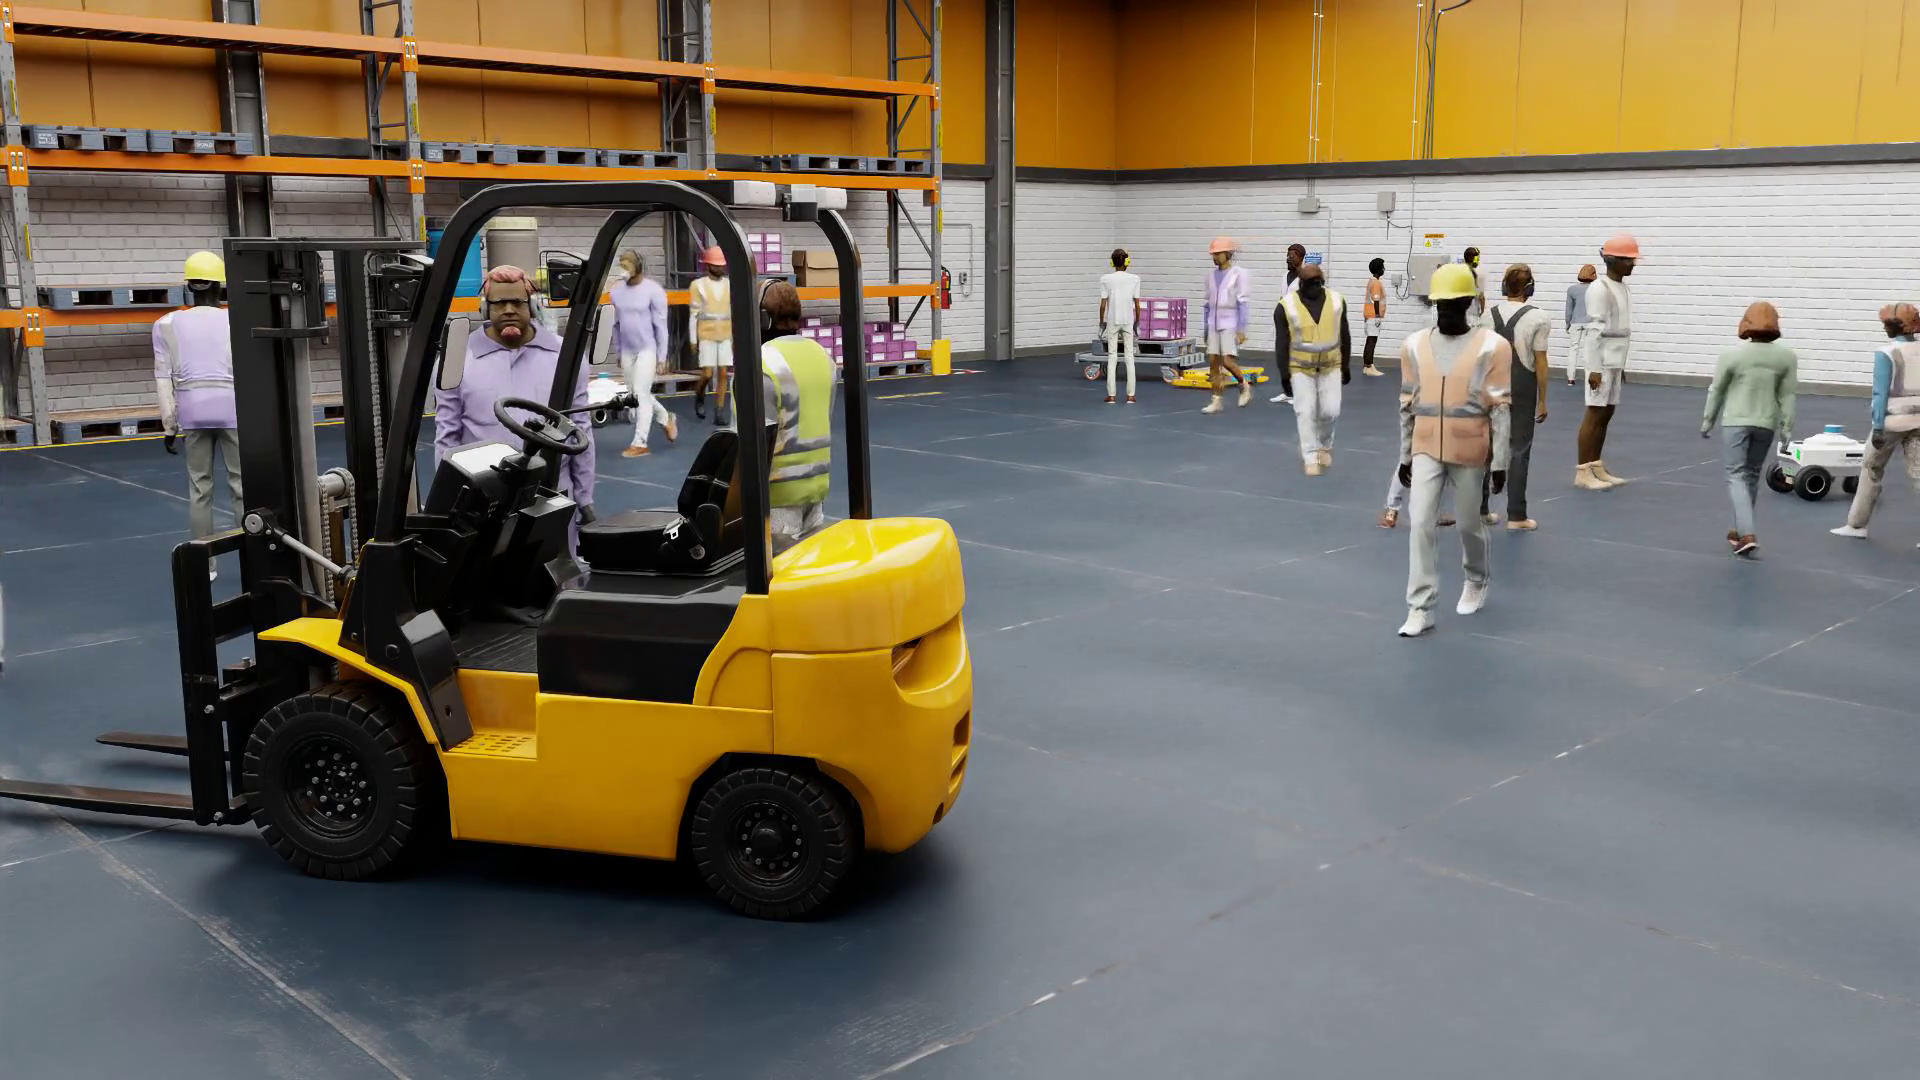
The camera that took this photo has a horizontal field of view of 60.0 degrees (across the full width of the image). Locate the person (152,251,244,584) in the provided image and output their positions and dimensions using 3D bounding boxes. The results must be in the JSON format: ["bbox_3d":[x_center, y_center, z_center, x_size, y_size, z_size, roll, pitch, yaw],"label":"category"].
[{"bbox_3d":[-4.336,-0.702,9.679,0.588,1.928,0.383,-2,11,-11],"label":"person"}]

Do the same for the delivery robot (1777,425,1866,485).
[{"bbox_3d":[6.733,-0.648,12.875,0.707,0.478,0.477,0,10,-3],"label":"delivery robot"}]

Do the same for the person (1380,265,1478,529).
[{"bbox_3d":[3.236,-0.989,11.538,0.560,1.826,0.610,7,13,35],"label":"person"}]

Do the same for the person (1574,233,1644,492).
[{"bbox_3d":[5.174,-1.408,13.220,0.395,2.038,0.614,9,14,40],"label":"person"}]

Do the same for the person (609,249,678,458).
[{"bbox_3d":[-2.905,-1.740,15.411,0.643,1.912,0.821,6,12,28],"label":"person"}]

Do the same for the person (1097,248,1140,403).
[{"bbox_3d":[1.925,-2.577,20.103,0.520,1.859,0.333,0,10,1],"label":"person"}]

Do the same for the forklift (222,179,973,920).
[{"bbox_3d":[-1.114,-0.058,5.440,2.313,2.155,1.214,2,11,13],"label":"forklift"}]

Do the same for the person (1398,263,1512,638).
[{"bbox_3d":[2.558,-0.487,8.619,0.596,1.888,0.939,7,12,33],"label":"person"}]

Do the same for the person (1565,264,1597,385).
[{"bbox_3d":[8.410,-2.889,22.407,0.507,1.632,0.275,7,13,35],"label":"person"}]

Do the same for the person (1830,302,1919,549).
[{"bbox_3d":[6.142,-0.742,10.821,0.522,1.604,0.841,-3,11,-18],"label":"person"}]

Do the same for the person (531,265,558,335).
[{"bbox_3d":[-4.363,-1.972,17.164,0.736,1.719,0.474,-3,11,-18],"label":"person"}]

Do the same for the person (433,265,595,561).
[{"bbox_3d":[-1.832,-0.176,6.897,0.641,1.902,0.402,-4,11,-20],"label":"person"}]

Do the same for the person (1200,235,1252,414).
[{"bbox_3d":[3.026,-2.431,18.853,0.586,2.021,0.622,-9,14,-41],"label":"person"}]

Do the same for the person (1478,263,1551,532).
[{"bbox_3d":[3.793,-0.977,11.446,0.353,1.837,0.504,-10,14,-43],"label":"person"}]

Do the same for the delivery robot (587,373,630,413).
[{"bbox_3d":[-3.805,-1.540,17.741,0.477,0.478,0.707,9,14,40],"label":"delivery robot"}]

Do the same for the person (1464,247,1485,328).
[{"bbox_3d":[6.877,-3.026,22.537,0.533,1.861,0.311,10,14,44],"label":"person"}]

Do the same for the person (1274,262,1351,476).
[{"bbox_3d":[2.972,-1.436,14.042,0.675,1.807,0.528,0,10,-1],"label":"person"}]

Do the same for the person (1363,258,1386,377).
[{"bbox_3d":[5.977,-3.206,23.962,0.316,1.697,0.540,1,10,5],"label":"person"}]

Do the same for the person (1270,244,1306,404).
[{"bbox_3d":[4.052,-2.599,20.050,0.392,1.920,0.587,-5,12,-26],"label":"person"}]

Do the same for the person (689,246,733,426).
[{"bbox_3d":[-2.620,-2.171,17.741,0.546,1.916,0.551,-5,11,-24],"label":"person"}]

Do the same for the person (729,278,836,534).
[{"bbox_3d":[-0.771,-0.182,7.083,0.429,1.842,0.633,5,11,25],"label":"person"}]

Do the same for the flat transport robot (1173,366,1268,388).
[{"bbox_3d":[3.528,-2.209,22.417,0.652,0.197,1.431,8,13,38],"label":"flat transport robot"}]

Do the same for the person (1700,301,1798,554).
[{"bbox_3d":[5.055,-0.718,10.650,0.508,1.606,0.724,0,10,2],"label":"person"}]
